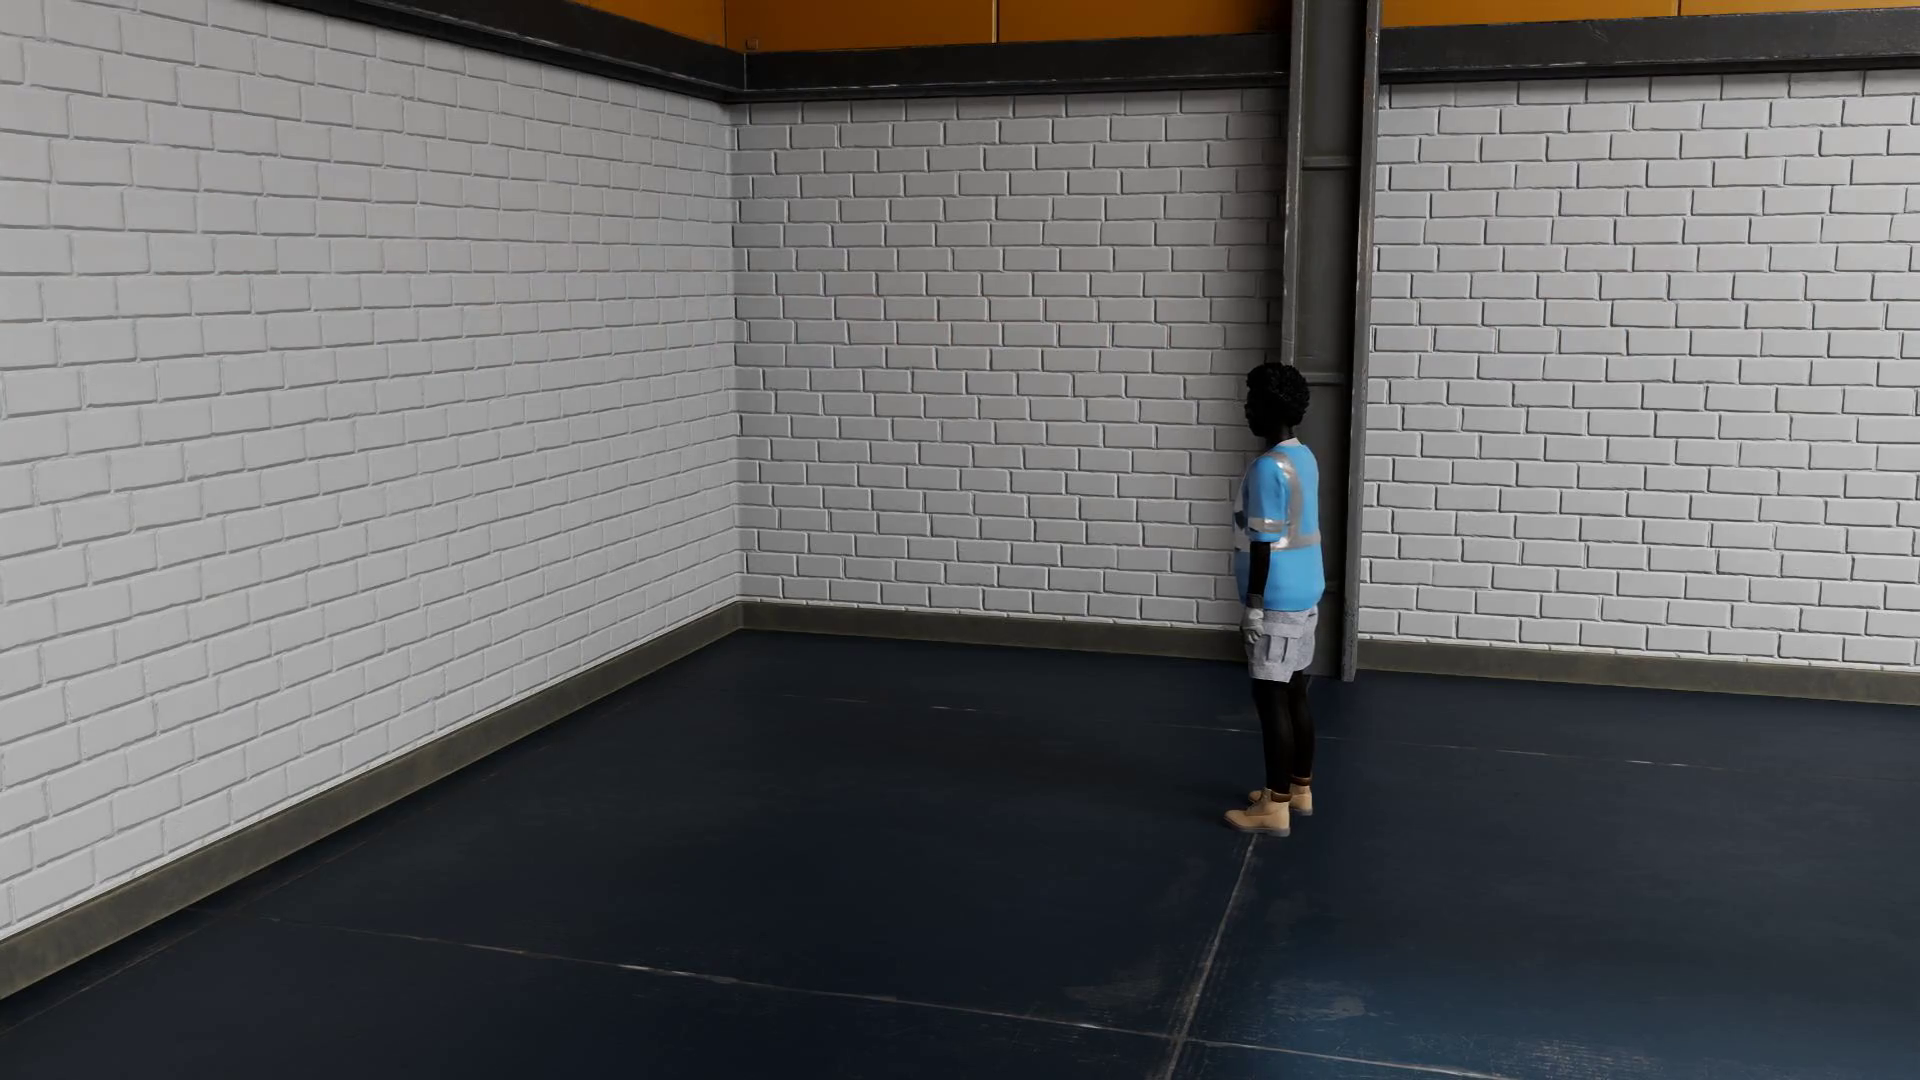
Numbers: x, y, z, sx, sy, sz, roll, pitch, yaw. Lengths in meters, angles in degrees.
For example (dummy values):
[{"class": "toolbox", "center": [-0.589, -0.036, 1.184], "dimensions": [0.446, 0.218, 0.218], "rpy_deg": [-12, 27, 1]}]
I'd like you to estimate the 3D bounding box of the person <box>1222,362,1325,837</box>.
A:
[{"class": "person", "center": [1.139, 0.208, 5.979], "dimensions": [0.321, 1.689, 0.530], "rpy_deg": [4, 10, 24]}]
